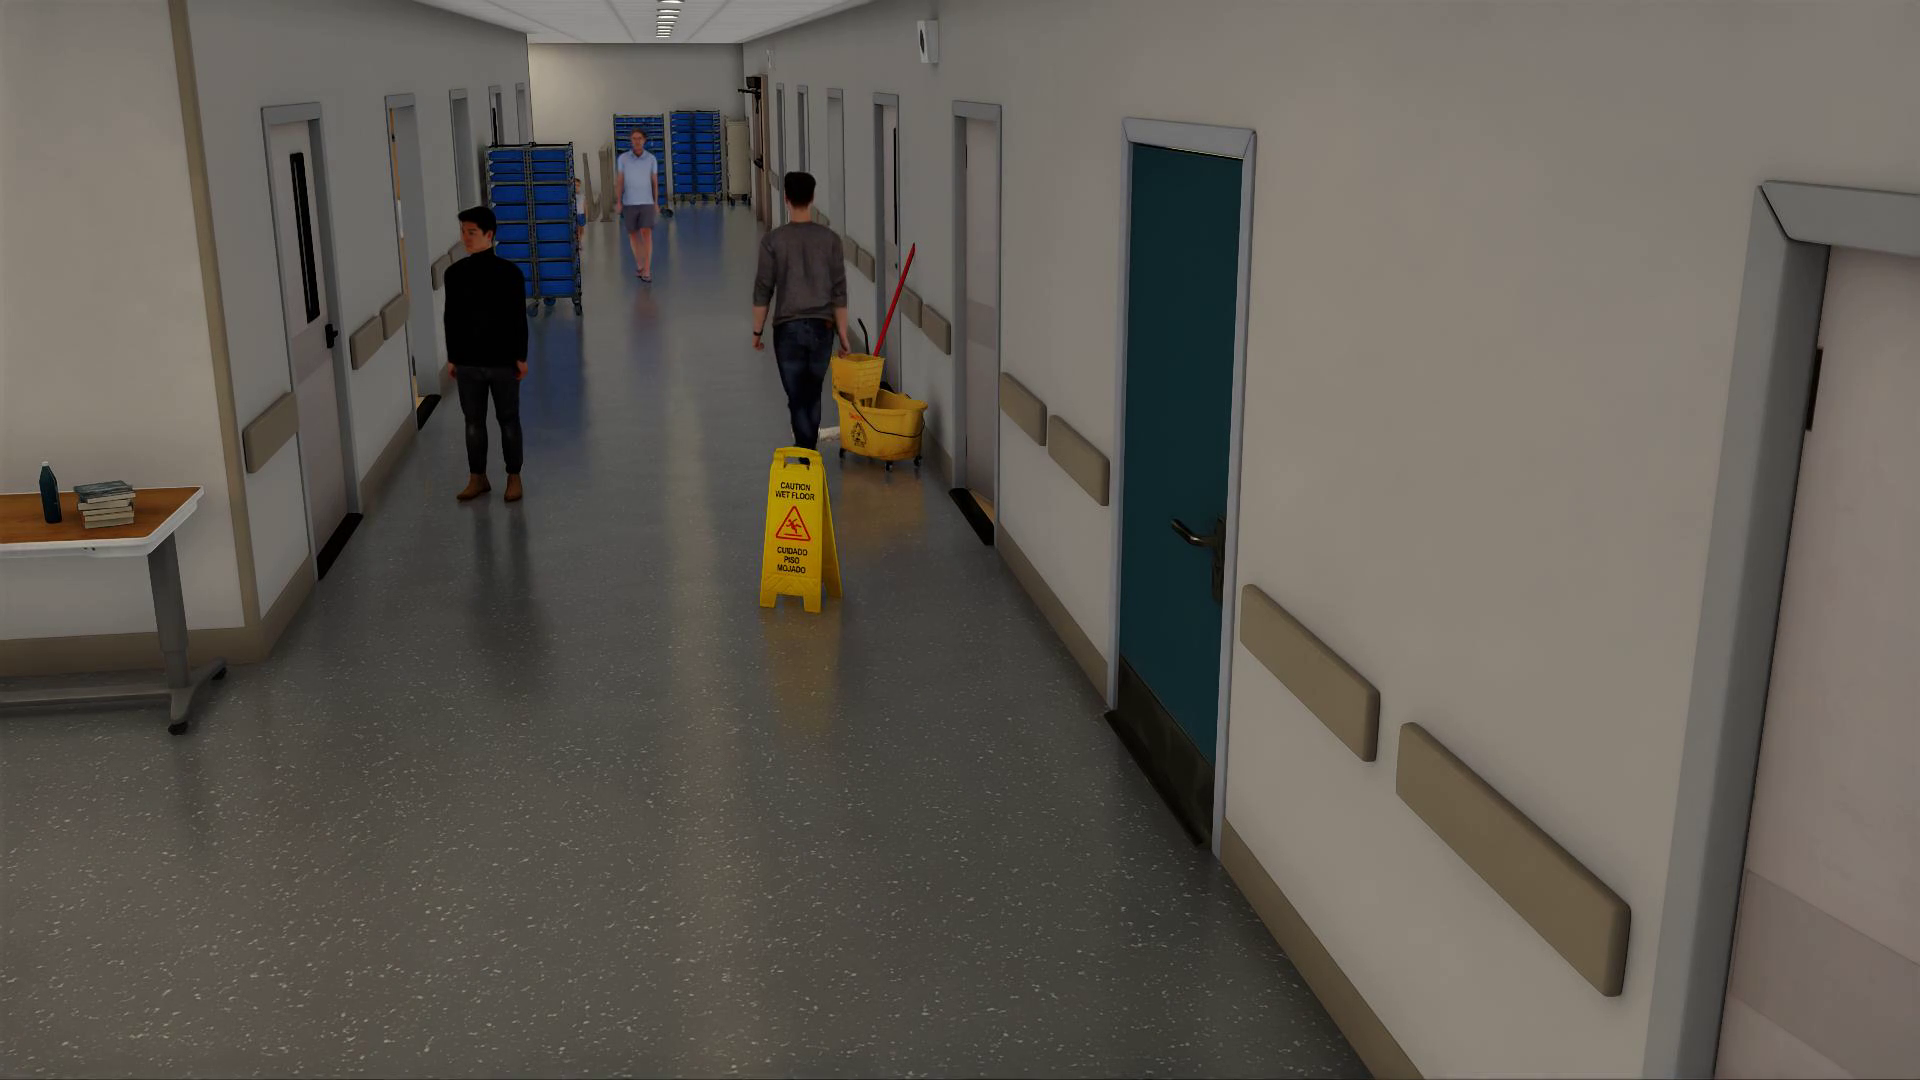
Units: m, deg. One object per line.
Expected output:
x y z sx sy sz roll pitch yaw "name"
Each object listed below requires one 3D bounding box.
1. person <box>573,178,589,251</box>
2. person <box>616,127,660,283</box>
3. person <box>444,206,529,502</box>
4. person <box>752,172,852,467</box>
-5.438 -4.627 23.642 0.491 1.007 0.717 -6 17 -20 "person"
-3.879 -4.031 20.069 0.720 1.799 1.172 -1 16 -5 "person"
-2.790 -1.099 9.810 0.704 1.723 0.643 2 16 7 "person"
-0.916 -1.180 9.852 0.825 1.856 1.224 -5 17 -17 "person"
